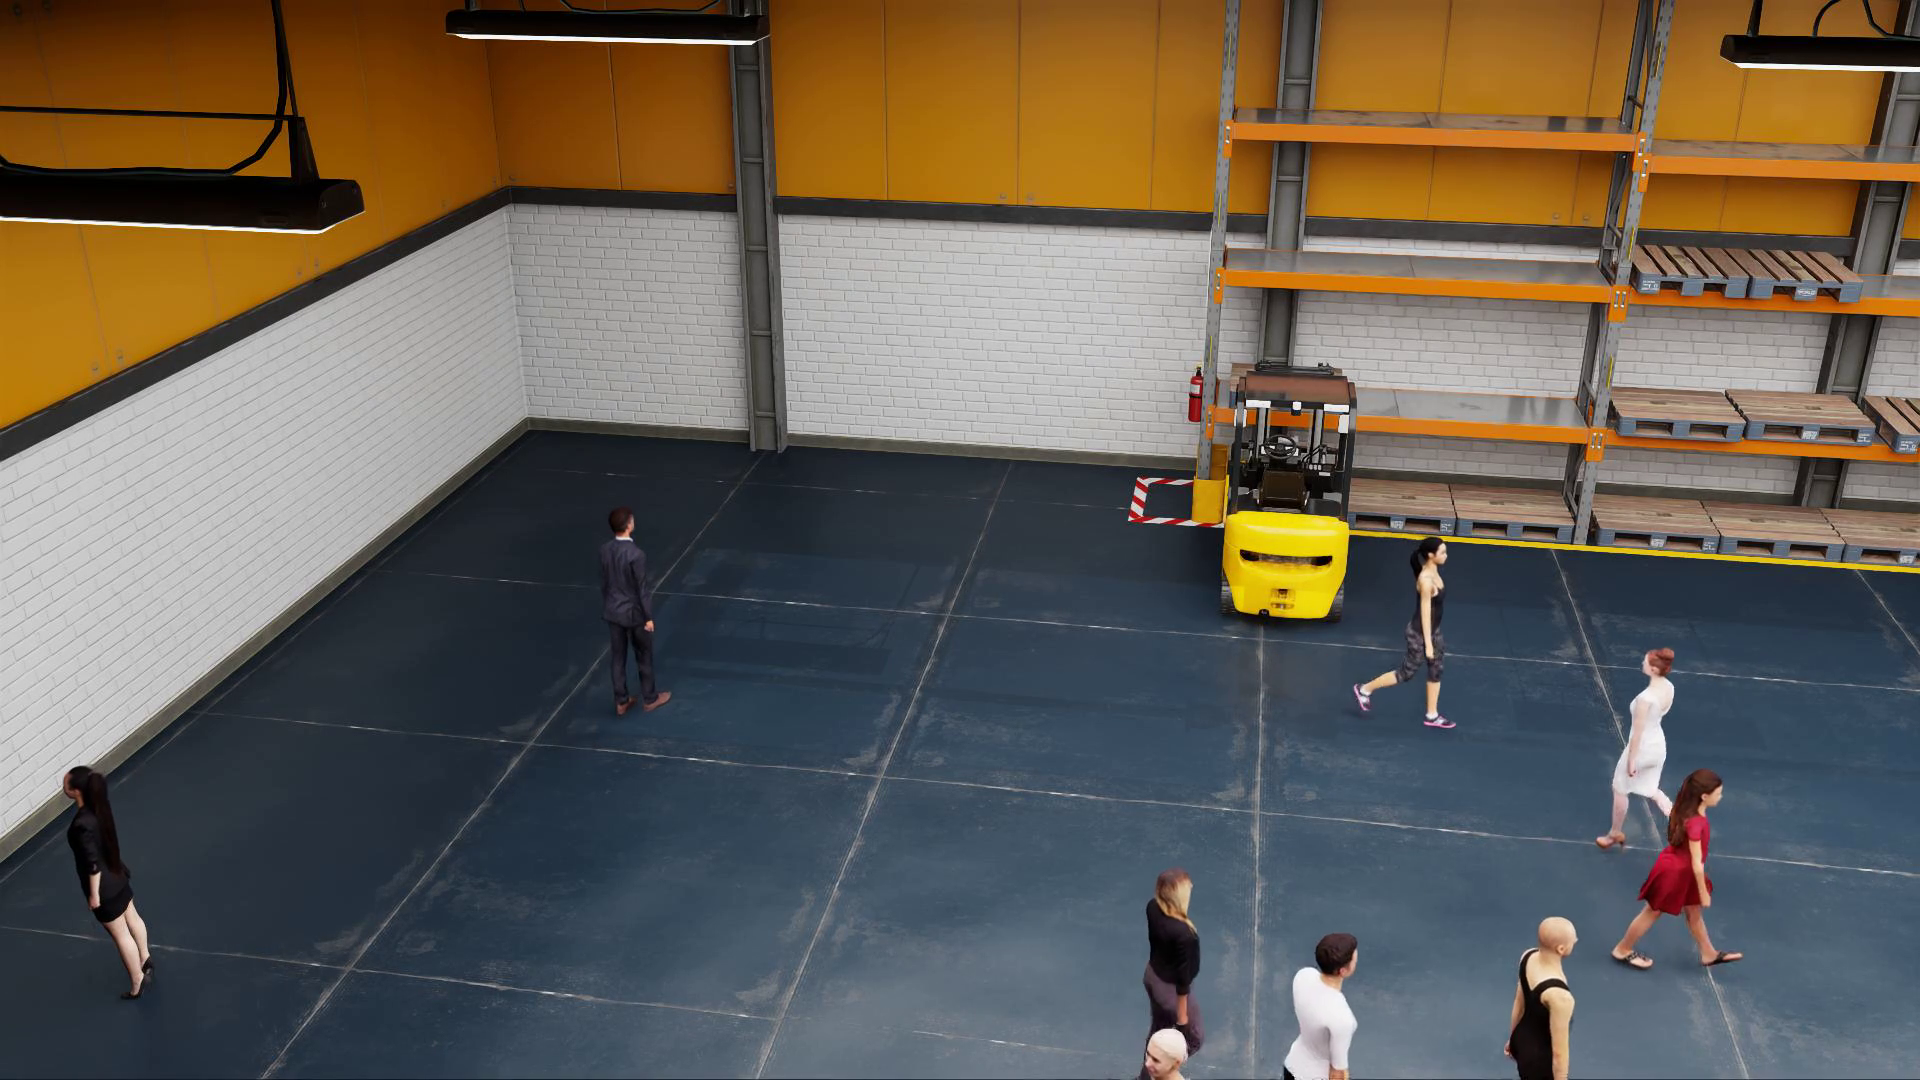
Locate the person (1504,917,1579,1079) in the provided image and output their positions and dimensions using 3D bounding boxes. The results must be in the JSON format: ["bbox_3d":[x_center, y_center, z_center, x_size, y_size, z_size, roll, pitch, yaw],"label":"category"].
[{"bbox_3d":[3.052,2.846,9.050,1.200,1.780,0.825,-1,24,-2],"label":"person"}]

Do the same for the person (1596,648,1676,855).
[{"bbox_3d":[4.999,1.592,11.931,0.982,1.770,1.046,-17,29,-33],"label":"person"}]

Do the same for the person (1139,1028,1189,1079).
[{"bbox_3d":[1.109,3.156,8.465,1.176,1.681,1.052,-12,26,-25],"label":"person"}]

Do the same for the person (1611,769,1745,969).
[{"bbox_3d":[4.623,2.179,10.908,1.065,1.513,0.670,8,25,18],"label":"person"}]

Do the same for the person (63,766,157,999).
[{"bbox_3d":[-5.459,2.185,10.665,0.637,1.697,0.663,-4,24,-9],"label":"person"}]

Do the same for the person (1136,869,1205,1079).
[{"bbox_3d":[1.132,2.656,9.634,0.795,1.659,0.742,-9,25,-20],"label":"person"}]

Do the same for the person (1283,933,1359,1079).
[{"bbox_3d":[1.827,2.900,8.884,1.264,1.813,1.086,-10,25,-21],"label":"person"}]

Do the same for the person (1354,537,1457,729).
[{"bbox_3d":[3.764,0.785,13.867,1.142,1.698,0.777,11,26,23],"label":"person"}]

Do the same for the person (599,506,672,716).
[{"bbox_3d":[-2.825,0.608,14.049,0.719,1.876,0.796,11,26,23],"label":"person"}]
